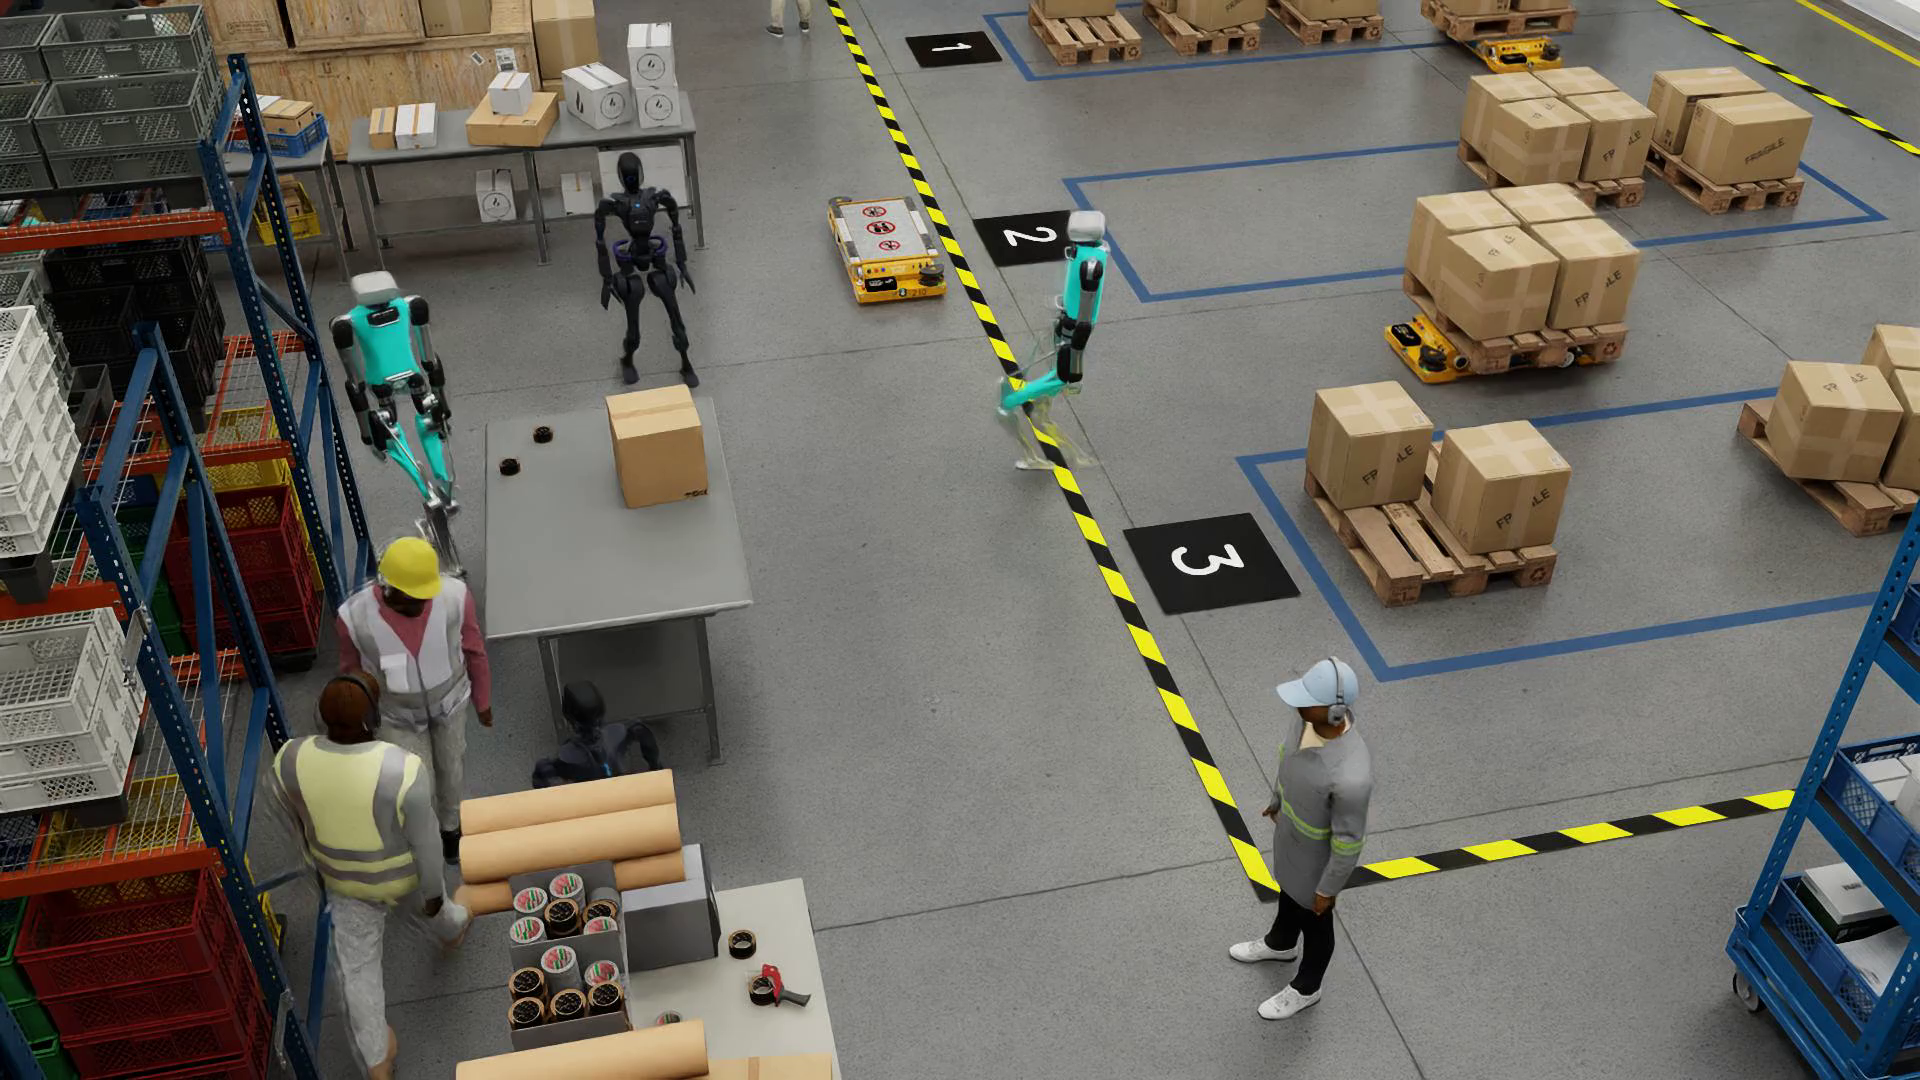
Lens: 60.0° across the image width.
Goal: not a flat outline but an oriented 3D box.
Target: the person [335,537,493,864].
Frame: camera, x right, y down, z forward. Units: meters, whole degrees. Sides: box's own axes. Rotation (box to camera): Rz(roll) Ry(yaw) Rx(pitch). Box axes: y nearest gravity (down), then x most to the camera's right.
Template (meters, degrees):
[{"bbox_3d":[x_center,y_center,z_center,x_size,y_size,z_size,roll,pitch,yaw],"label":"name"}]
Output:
[{"bbox_3d":[-2.348,0.742,7.279,0.632,1.792,0.475,-17,40,-21],"label":"person"}]

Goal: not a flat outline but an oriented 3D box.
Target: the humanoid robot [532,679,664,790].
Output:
[{"bbox_3d":[-1.436,1.224,6.729,0.600,1.658,0.329,-24,43,-28],"label":"humanoid robot"}]

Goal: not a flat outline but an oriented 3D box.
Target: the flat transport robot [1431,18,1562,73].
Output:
[{"bbox_3d":[5.187,-4.895,16.109,0.652,0.197,1.431,-8,37,-10],"label":"flat transport robot"}]

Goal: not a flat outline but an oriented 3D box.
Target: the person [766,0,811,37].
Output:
[{"bbox_3d":[-1.692,-5.757,16.033,0.564,1.769,0.395,-17,40,-21],"label":"person"}]

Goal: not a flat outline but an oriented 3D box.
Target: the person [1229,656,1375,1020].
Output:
[{"bbox_3d":[1.368,1.189,6.630,0.392,1.853,0.587,-6,37,-9],"label":"person"}]

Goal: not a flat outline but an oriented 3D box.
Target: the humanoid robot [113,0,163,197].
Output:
[{"bbox_3d":[-6.335,-3.422,13.005,0.730,1.631,0.612,-2,37,-3],"label":"humanoid robot"}]

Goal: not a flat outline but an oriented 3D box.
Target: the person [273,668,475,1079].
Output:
[{"bbox_3d":[-2.308,1.262,6.600,0.635,1.782,1.012,2,37,3],"label":"person"}]

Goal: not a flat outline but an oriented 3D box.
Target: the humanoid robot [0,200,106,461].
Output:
[{"bbox_3d":[-5.491,-1.138,9.772,0.531,1.698,0.741,6,37,7],"label":"humanoid robot"}]

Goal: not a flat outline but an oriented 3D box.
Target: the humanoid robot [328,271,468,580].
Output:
[{"bbox_3d":[-2.912,-0.523,9.064,0.531,1.779,1.002,-24,43,-29],"label":"humanoid robot"}]

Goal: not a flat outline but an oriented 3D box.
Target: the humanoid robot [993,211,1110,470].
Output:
[{"bbox_3d":[0.500,-1.082,9.801,0.835,1.794,0.535,-1,37,-1],"label":"humanoid robot"}]

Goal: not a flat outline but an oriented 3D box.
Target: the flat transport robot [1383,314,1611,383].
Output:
[{"bbox_3d":[3.716,-1.400,11.412,1.431,0.197,0.652,-8,37,-10],"label":"flat transport robot"}]

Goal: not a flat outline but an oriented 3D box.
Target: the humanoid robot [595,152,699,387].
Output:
[{"bbox_3d":[-2.041,-1.753,10.740,0.613,1.635,0.413,-12,38,-16],"label":"humanoid robot"}]

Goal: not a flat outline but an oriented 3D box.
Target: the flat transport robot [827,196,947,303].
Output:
[{"bbox_3d":[-0.570,-2.220,12.538,0.659,0.231,1.431,-8,37,-10],"label":"flat transport robot"}]

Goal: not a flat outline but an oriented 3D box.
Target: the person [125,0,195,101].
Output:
[{"bbox_3d":[-6.019,-3.434,12.762,0.602,1.948,0.392,29,45,33],"label":"person"}]
